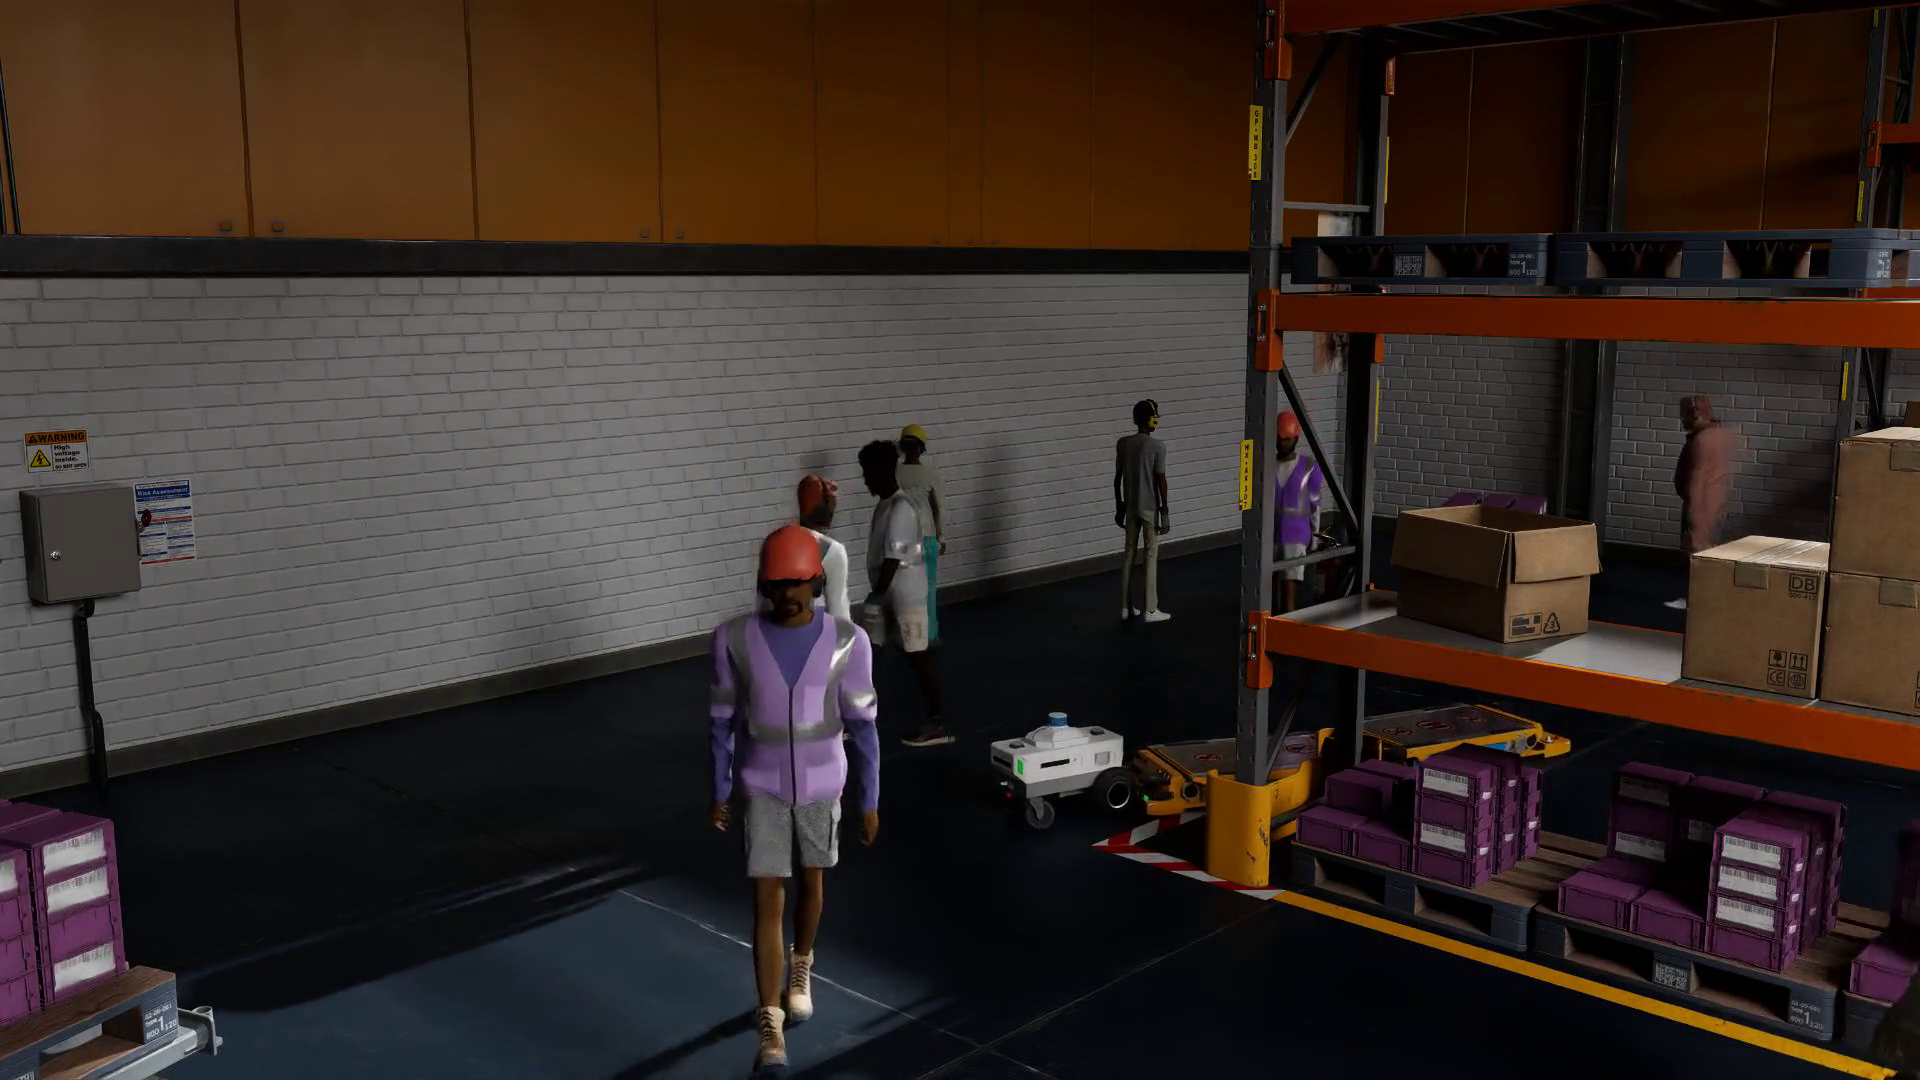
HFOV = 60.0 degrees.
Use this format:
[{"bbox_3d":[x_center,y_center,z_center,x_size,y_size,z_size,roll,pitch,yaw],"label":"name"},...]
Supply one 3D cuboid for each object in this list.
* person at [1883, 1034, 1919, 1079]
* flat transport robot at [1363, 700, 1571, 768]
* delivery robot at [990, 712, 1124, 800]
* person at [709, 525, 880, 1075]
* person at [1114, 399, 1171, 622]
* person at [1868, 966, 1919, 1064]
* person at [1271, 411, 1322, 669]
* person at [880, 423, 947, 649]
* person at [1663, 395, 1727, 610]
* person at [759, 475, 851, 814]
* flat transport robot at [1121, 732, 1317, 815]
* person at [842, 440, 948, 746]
[{"bbox_3d":[2.985,1.349,5.000,0.834,1.605,0.528,7,12,38],"label":"person"},{"bbox_3d":[2.903,1.195,9.996,1.431,0.197,0.652,-5,10,-26],"label":"flat transport robot"},{"bbox_3d":[0.523,1.174,8.969,0.707,0.478,0.477,-5,11,-29],"label":"delivery robot"},{"bbox_3d":[-0.615,0.949,6.201,0.641,1.997,1.019,-1,9,-7],"label":"person"},{"bbox_3d":[1.534,-0.244,13.947,0.539,1.864,0.313,8,12,39],"label":"person"},{"bbox_3d":[2.500,1.340,4.218,1.011,1.873,0.617,7,12,38],"label":"person"},{"bbox_3d":[2.448,-0.039,12.586,0.555,1.909,0.889,3,10,20],"label":"person"},{"bbox_3d":[-0.357,-0.024,12.921,0.522,1.761,0.321,2,9,9],"label":"person"},{"bbox_3d":[6.388,-0.299,14.233,0.537,1.875,0.704,7,12,36],"label":"person"},{"bbox_3d":[-0.826,0.589,8.838,0.622,1.877,0.367,8,12,40],"label":"person"},{"bbox_3d":[1.589,1.299,9.360,1.431,0.197,0.652,-3,10,-16],"label":"flat transport robot"},{"bbox_3d":[-0.500,0.345,10.179,0.938,1.910,0.605,-3,10,-17],"label":"person"}]
